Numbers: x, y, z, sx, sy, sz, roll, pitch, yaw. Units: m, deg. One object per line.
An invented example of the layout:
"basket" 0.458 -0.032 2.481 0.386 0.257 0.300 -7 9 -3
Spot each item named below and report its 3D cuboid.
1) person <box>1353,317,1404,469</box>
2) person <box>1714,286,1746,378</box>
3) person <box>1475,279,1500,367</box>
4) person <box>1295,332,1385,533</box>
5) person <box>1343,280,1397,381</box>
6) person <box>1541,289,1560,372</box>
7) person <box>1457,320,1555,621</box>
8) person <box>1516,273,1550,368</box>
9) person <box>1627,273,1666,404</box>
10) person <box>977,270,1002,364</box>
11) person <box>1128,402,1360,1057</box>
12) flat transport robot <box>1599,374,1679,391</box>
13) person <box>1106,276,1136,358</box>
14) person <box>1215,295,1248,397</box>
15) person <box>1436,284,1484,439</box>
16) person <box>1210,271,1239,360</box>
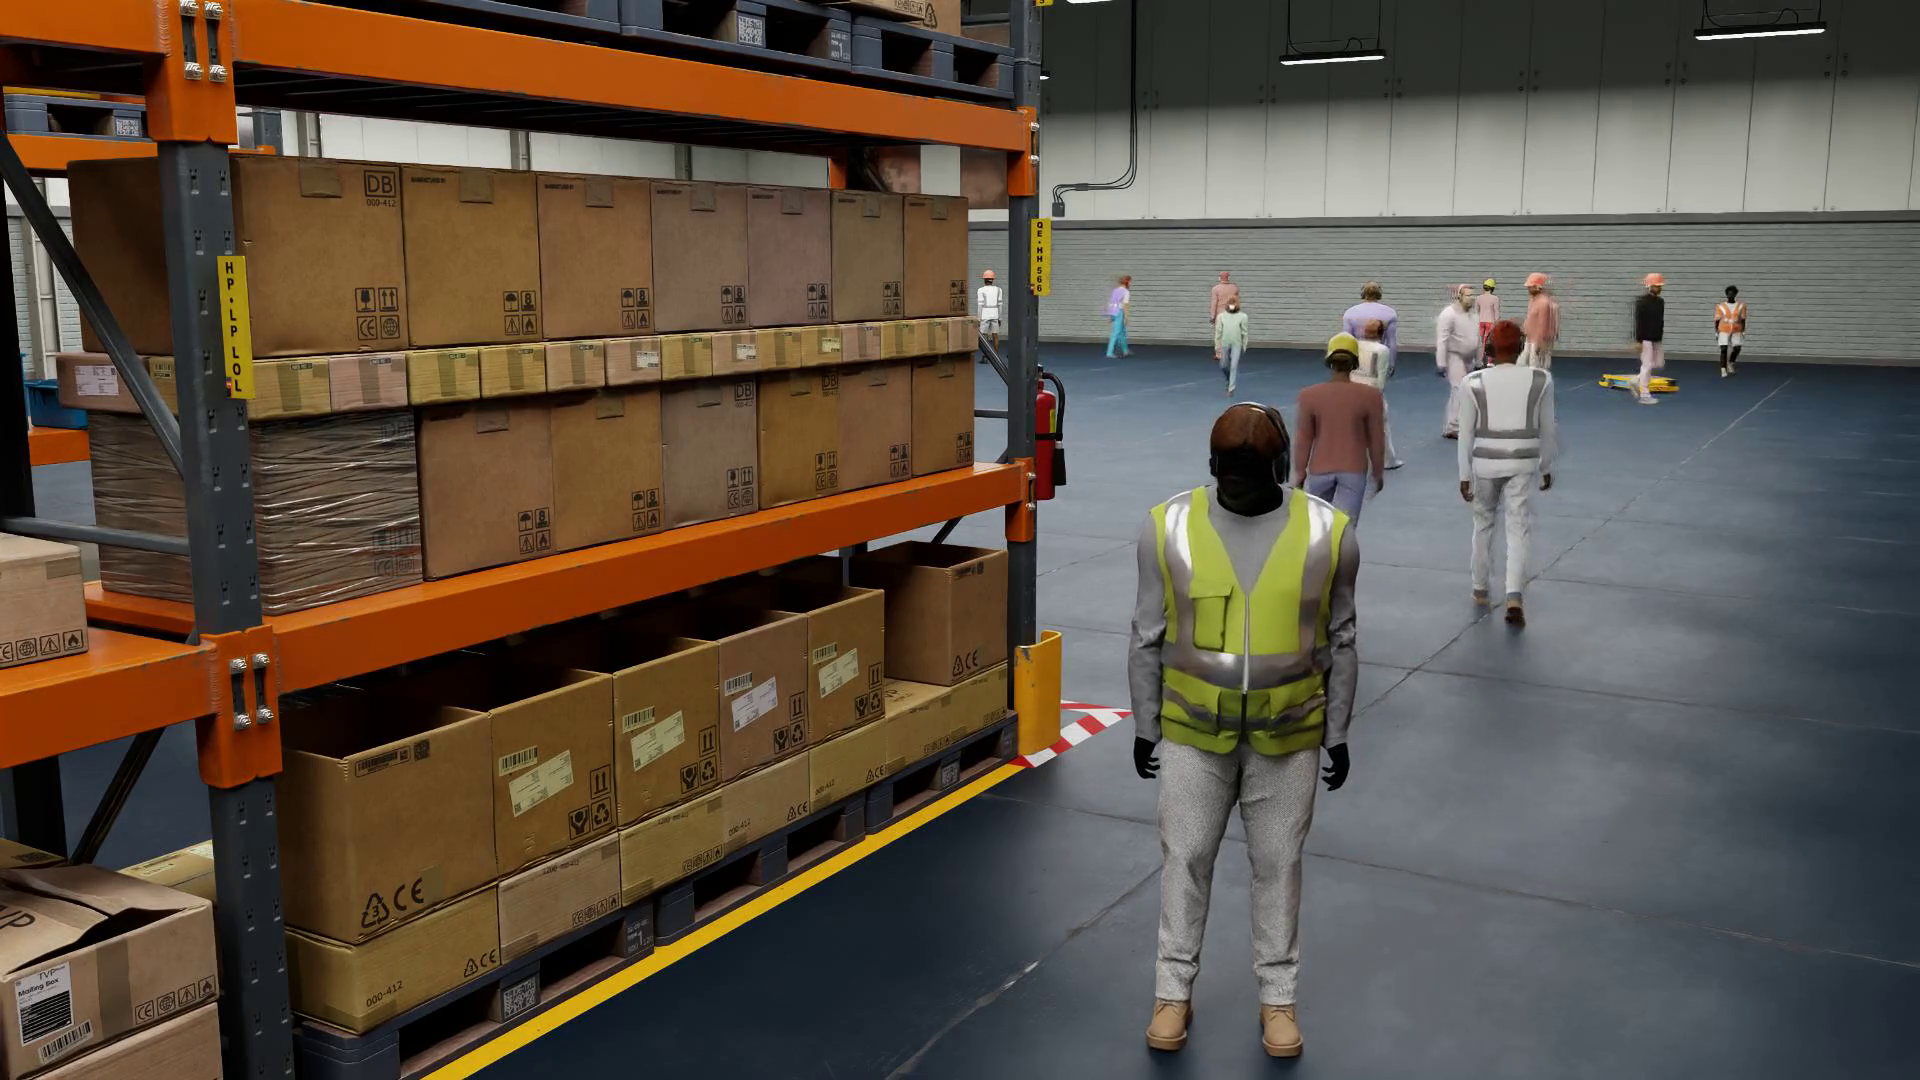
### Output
"person" 4.233 -1.504 17.247 0.853 1.594 0.519 -6 12 -33
"person" 14.136 -3.827 30.560 0.555 1.685 0.381 3 10 15
"person" 10.594 -4.350 33.412 0.533 1.768 0.311 9 13 43
"person" 2.404 -0.431 10.511 0.536 1.749 0.542 4 11 23
"person" 4.862 -2.107 19.777 0.635 1.936 0.354 3 10 15
"person" 10.810 -3.829 30.796 0.545 1.602 0.780 4 10 20
"person" 3.381 -0.440 10.325 0.585 1.846 0.966 3 10 15
"person" 8.472 -2.947 24.547 0.440 1.976 0.639 0 10 1
"person" 10.401 -3.047 25.164 0.636 1.973 0.513 -6 12 -33
"person" 0.599 -4.612 34.445 0.552 1.934 0.363 -4 10 -22
"person" 0.782 0.532 4.627 0.630 1.836 0.429 1 10 8
"flat transport robot" 11.288 -2.623 27.669 0.652 0.197 1.431 -1 10 -6
"person" 3.568 -4.859 36.325 0.879 1.792 0.581 -3 10 -20
"person" 4.329 -3.098 26.487 0.512 1.619 0.528 4 10 20
"person" 6.122 -2.134 20.060 0.673 1.887 0.656 -7 12 -36
"person" 5.654 -4.809 35.699 0.648 1.904 0.401 -3 10 -18
